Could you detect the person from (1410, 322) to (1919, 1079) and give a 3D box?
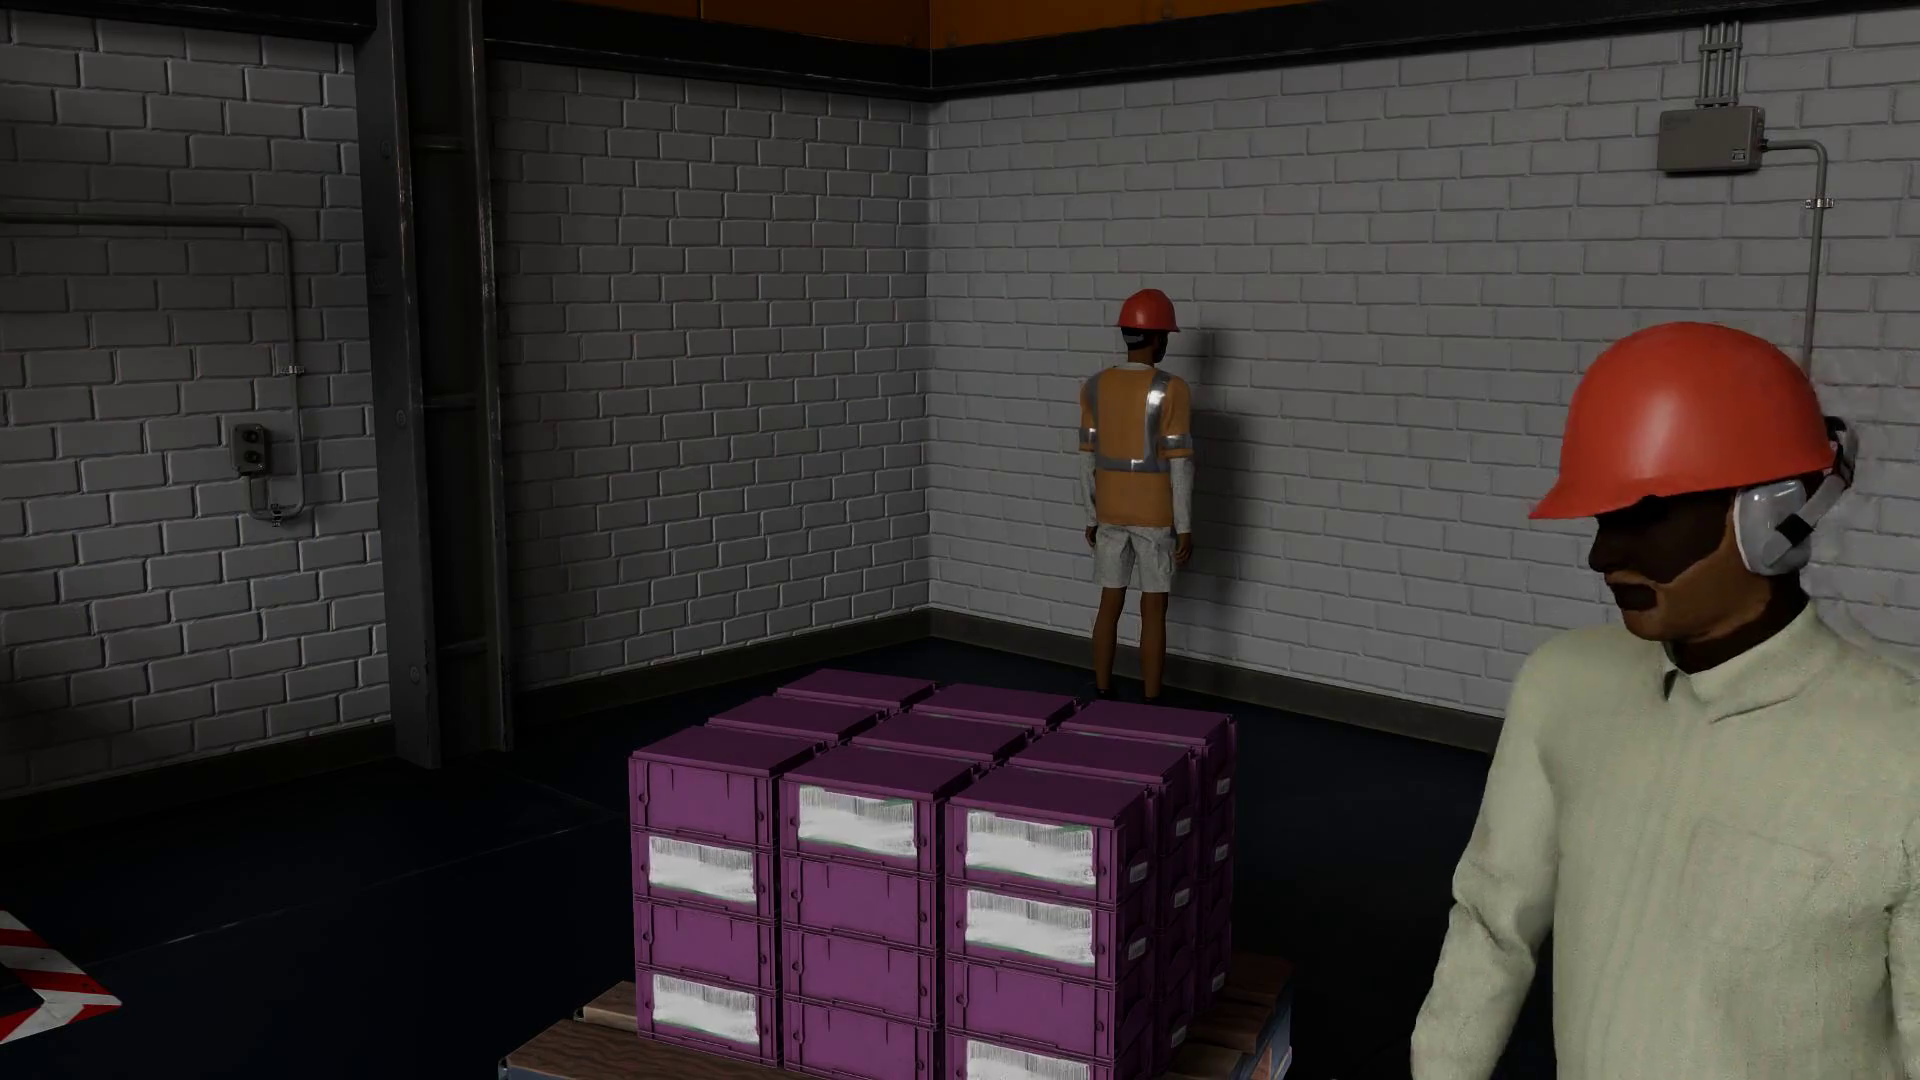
[{"bbox_3d":[0.746,0.757,1.796,0.710,1.962,0.613,-4,10,-21],"label":"person"}]

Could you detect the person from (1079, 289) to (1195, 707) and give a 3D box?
[{"bbox_3d":[0.788,-0.117,7.247,0.551,1.935,0.375,7,12,38],"label":"person"}]
